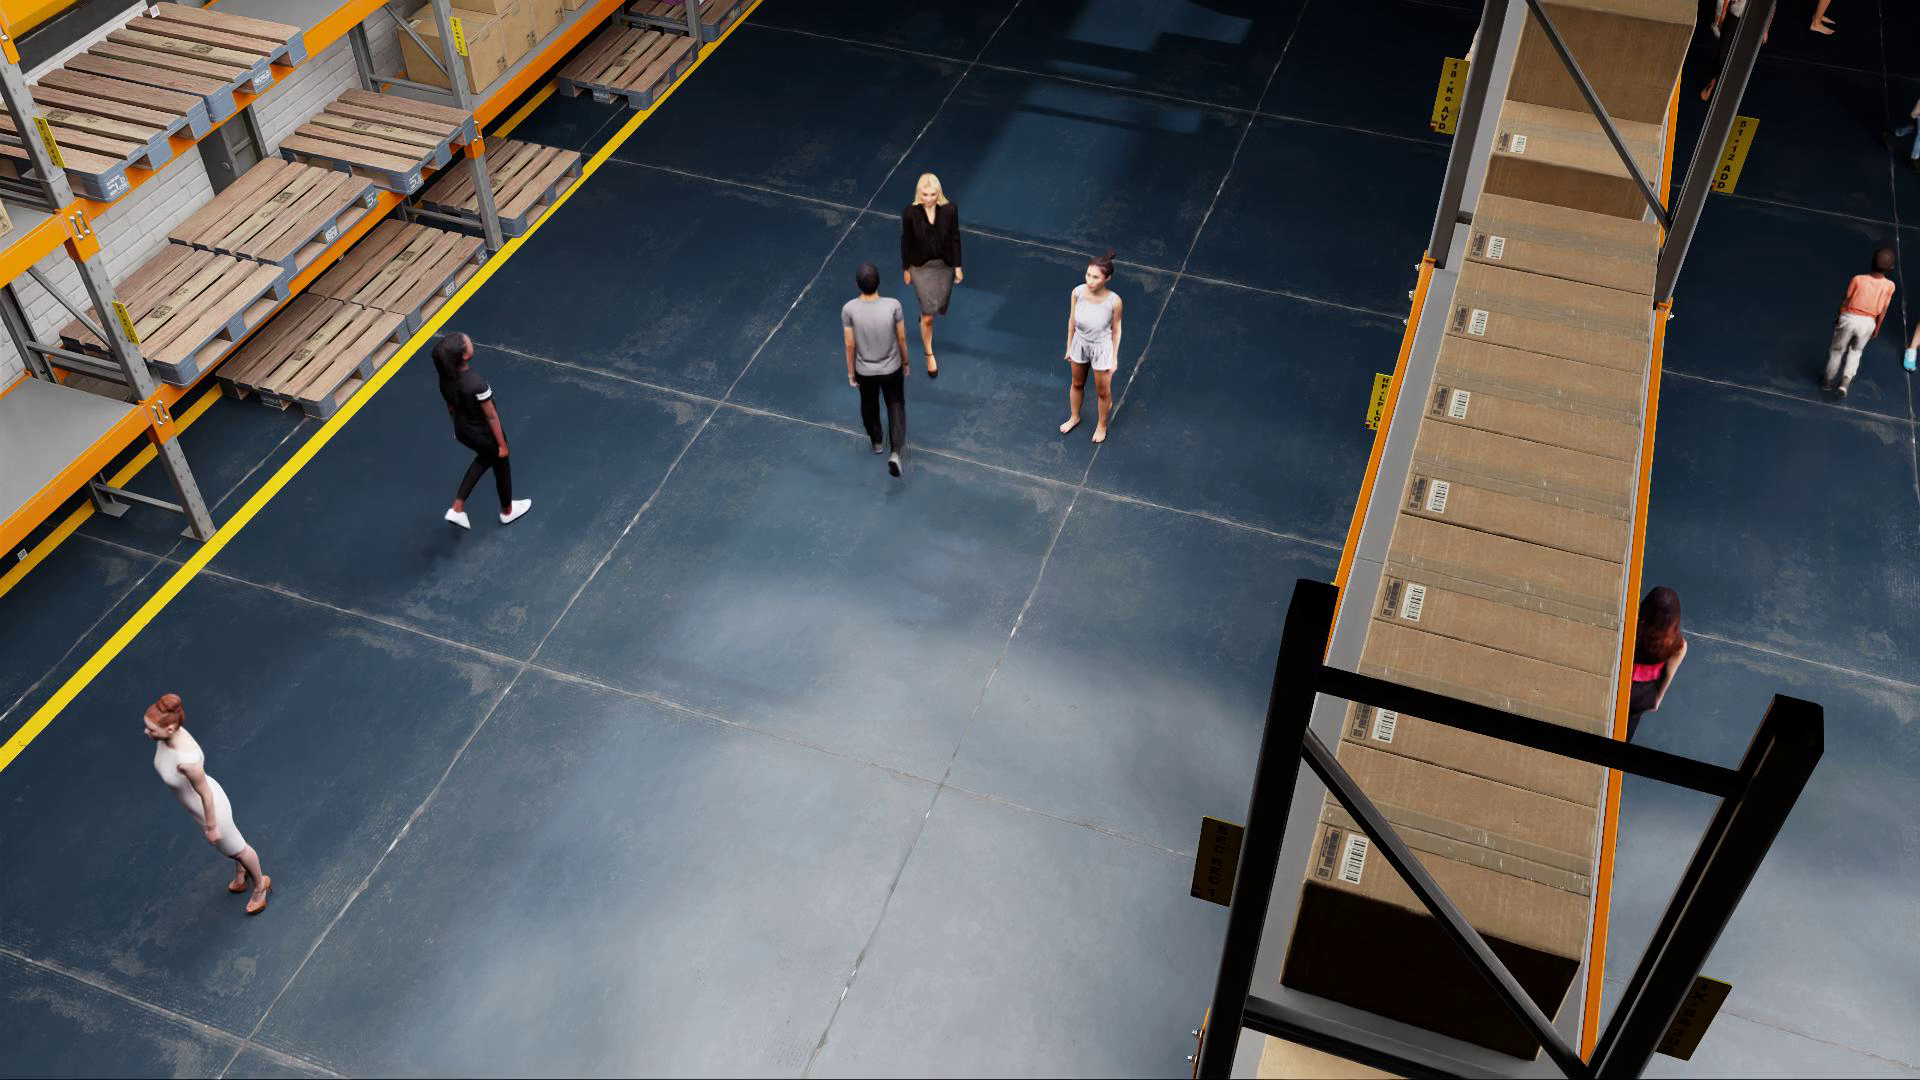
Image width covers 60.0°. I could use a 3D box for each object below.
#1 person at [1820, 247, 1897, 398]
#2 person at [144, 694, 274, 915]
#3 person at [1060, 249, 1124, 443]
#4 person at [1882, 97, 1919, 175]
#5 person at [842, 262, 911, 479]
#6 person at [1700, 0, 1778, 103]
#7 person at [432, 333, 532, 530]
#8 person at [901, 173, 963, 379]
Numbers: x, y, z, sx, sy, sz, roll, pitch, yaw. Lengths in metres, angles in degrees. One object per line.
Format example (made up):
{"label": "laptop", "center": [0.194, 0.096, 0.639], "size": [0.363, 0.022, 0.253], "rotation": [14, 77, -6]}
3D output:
{"label": "person", "center": [6.986, -1.664, 12.955], "size": [0.488, 1.300, 0.657], "rotation": [17, 46, 17]}
{"label": "person", "center": [-4.200, 1.483, 9.296], "size": [0.620, 1.792, 0.631], "rotation": [-33, 52, -29]}
{"label": "person", "center": [1.008, -1.447, 12.504], "size": [0.590, 1.607, 0.556], "rotation": [19, 47, 19]}
{"label": "person", "center": [9.026, -4.066, 15.564], "size": [0.812, 1.178, 0.837], "rotation": [-22, 48, -21]}
{"label": "person", "center": [-0.601, -1.219, 12.172], "size": [0.861, 1.736, 1.066], "rotation": [1, 44, 1]}
{"label": "person", "center": [7.590, -5.043, 16.131], "size": [0.640, 1.812, 0.673], "rotation": [10, 45, 11]}
{"label": "person", "center": [-3.415, -0.706, 11.649], "size": [0.771, 1.714, 0.975], "rotation": [28, 50, 26]}
{"label": "person", "center": [-0.231, -2.133, 13.072], "size": [0.895, 1.817, 1.026], "rotation": [-3, 44, -4]}
